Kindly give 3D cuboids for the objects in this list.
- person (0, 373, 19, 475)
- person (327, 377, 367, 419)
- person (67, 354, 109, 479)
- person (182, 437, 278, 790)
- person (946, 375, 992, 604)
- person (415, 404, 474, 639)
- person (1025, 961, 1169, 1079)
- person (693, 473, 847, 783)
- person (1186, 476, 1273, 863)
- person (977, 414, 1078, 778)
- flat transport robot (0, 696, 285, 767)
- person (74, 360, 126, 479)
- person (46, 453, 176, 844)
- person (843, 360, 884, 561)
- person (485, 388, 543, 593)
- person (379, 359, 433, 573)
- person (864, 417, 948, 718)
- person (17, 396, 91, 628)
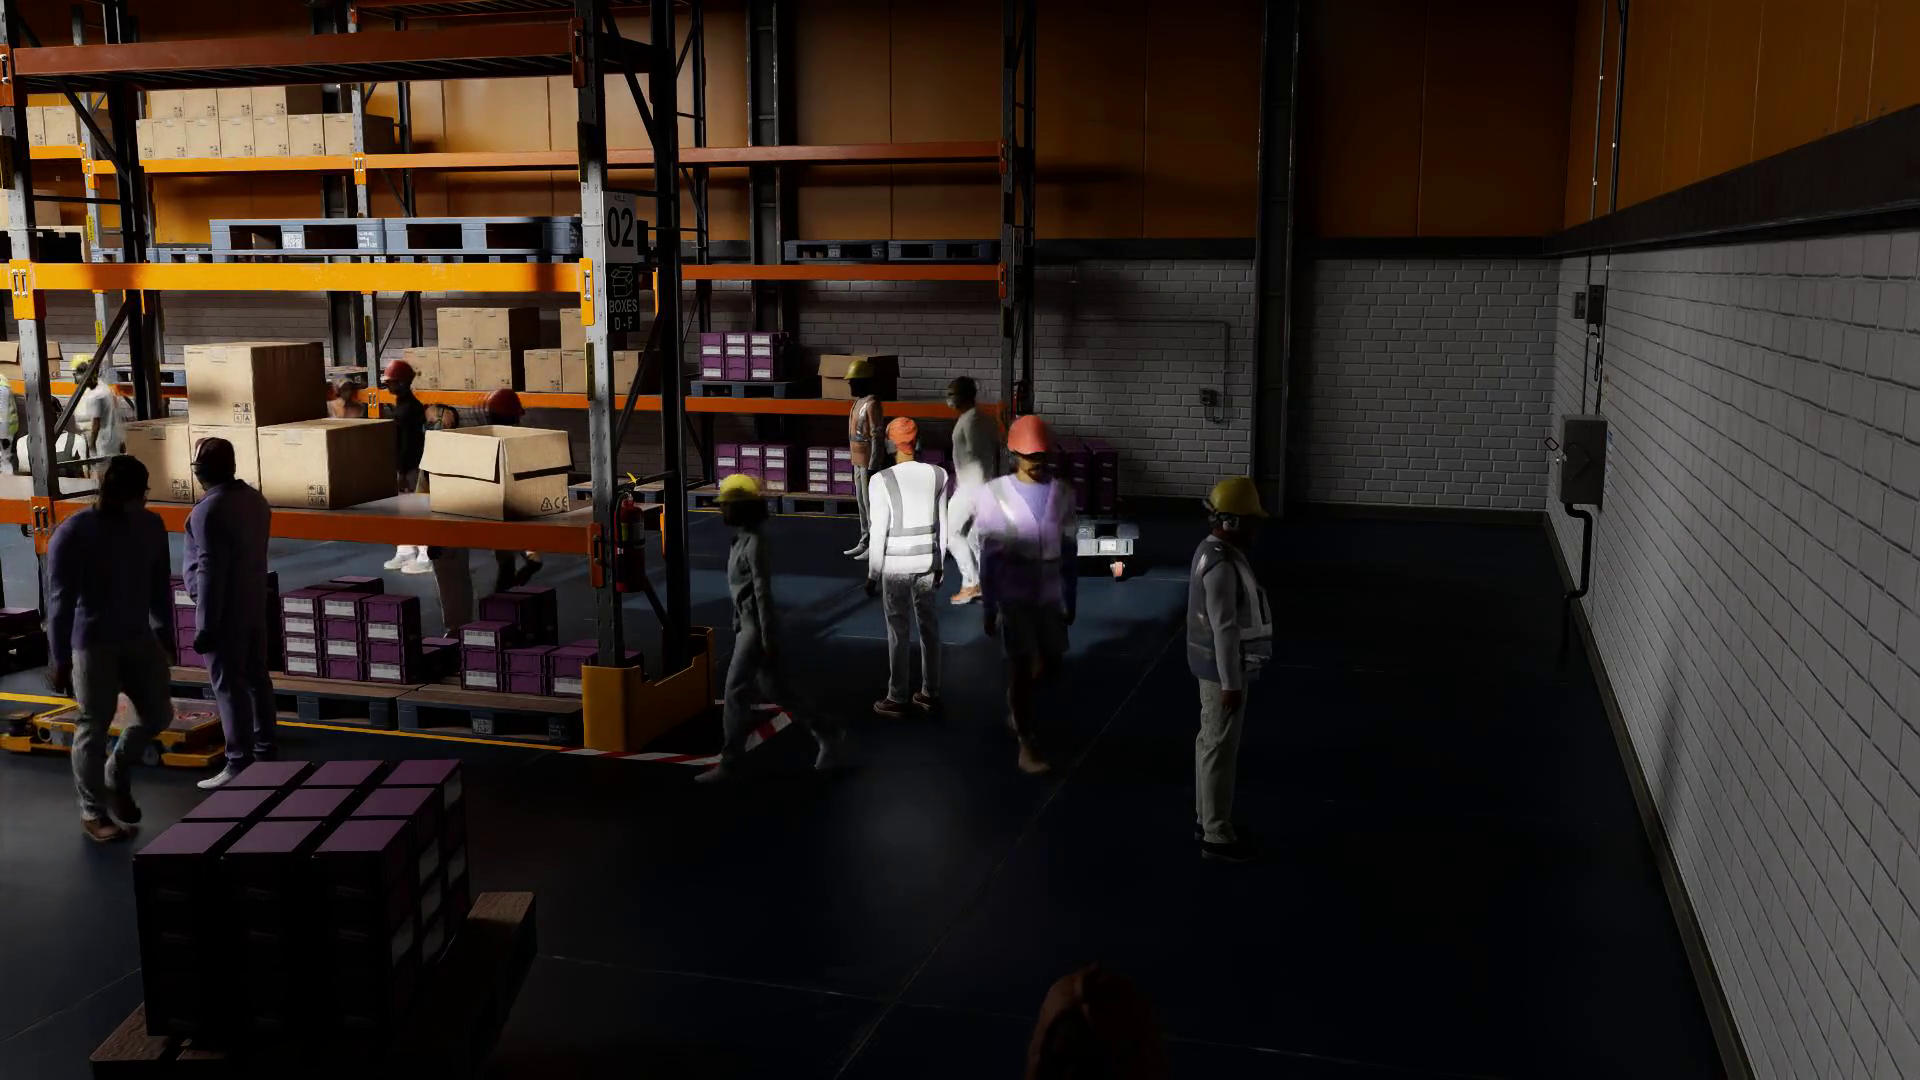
[{"bbox_3d":[-11.096,-1.245,19.238,0.492,1.822,0.701,-8,12,-42],"label":"person"},{"bbox_3d":[-6.798,-0.995,18.358,0.512,1.615,0.662,-7,12,-36],"label":"person"},{"bbox_3d":[-10.059,-1.260,19.357,0.633,1.812,0.498,7,12,36],"label":"person"},{"bbox_3d":[-3.971,0.392,9.000,0.403,1.904,0.651,1,9,3],"label":"person"},{"bbox_3d":[0.036,-0.401,13.780,0.495,1.919,0.655,0,9,-2],"label":"person"},{"bbox_3d":[-3.689,-0.057,11.923,0.429,1.847,0.627,0,9,-2],"label":"person"},{"bbox_3d":[0.241,1.522,2.958,0.501,1.627,0.285,5,11,28],"label":"person"},{"bbox_3d":[-1.037,0.473,9.104,0.812,1.711,0.494,-2,10,-13],"label":"person"},{"bbox_3d":[1.281,0.605,7.930,0.404,1.830,0.588,1,9,3],"label":"person"},{"bbox_3d":[0.356,0.288,9.304,0.618,2.015,0.616,-4,10,-23],"label":"person"},{"bbox_3d":[-4.764,1.092,9.702,1.431,0.197,0.652,3,10,16],"label":"flat transport robot"},{"bbox_3d":[-9.084,-1.009,17.761,0.582,1.829,0.533,-4,10,-21],"label":"person"},{"bbox_3d":[-4.145,0.530,8.147,0.447,1.909,0.717,4,10,24],"label":"person"},{"bbox_3d":[-0.926,-0.764,15.976,0.372,1.925,0.595,-3,10,-19],"label":"person"},{"bbox_3d":[-3.347,-0.172,12.374,0.407,1.919,0.563,2,9,11],"label":"person"},{"bbox_3d":[-5.119,-0.664,15.225,0.610,1.970,0.649,-4,10,-25],"label":"person"},{"bbox_3d":[-0.332,0.169,10.413,0.574,1.887,0.355,-6,11,-34],"label":"person"},{"bbox_3d":[-6.926,-0.195,12.757,0.514,1.844,0.328,-3,10,-15],"label":"person"}]
